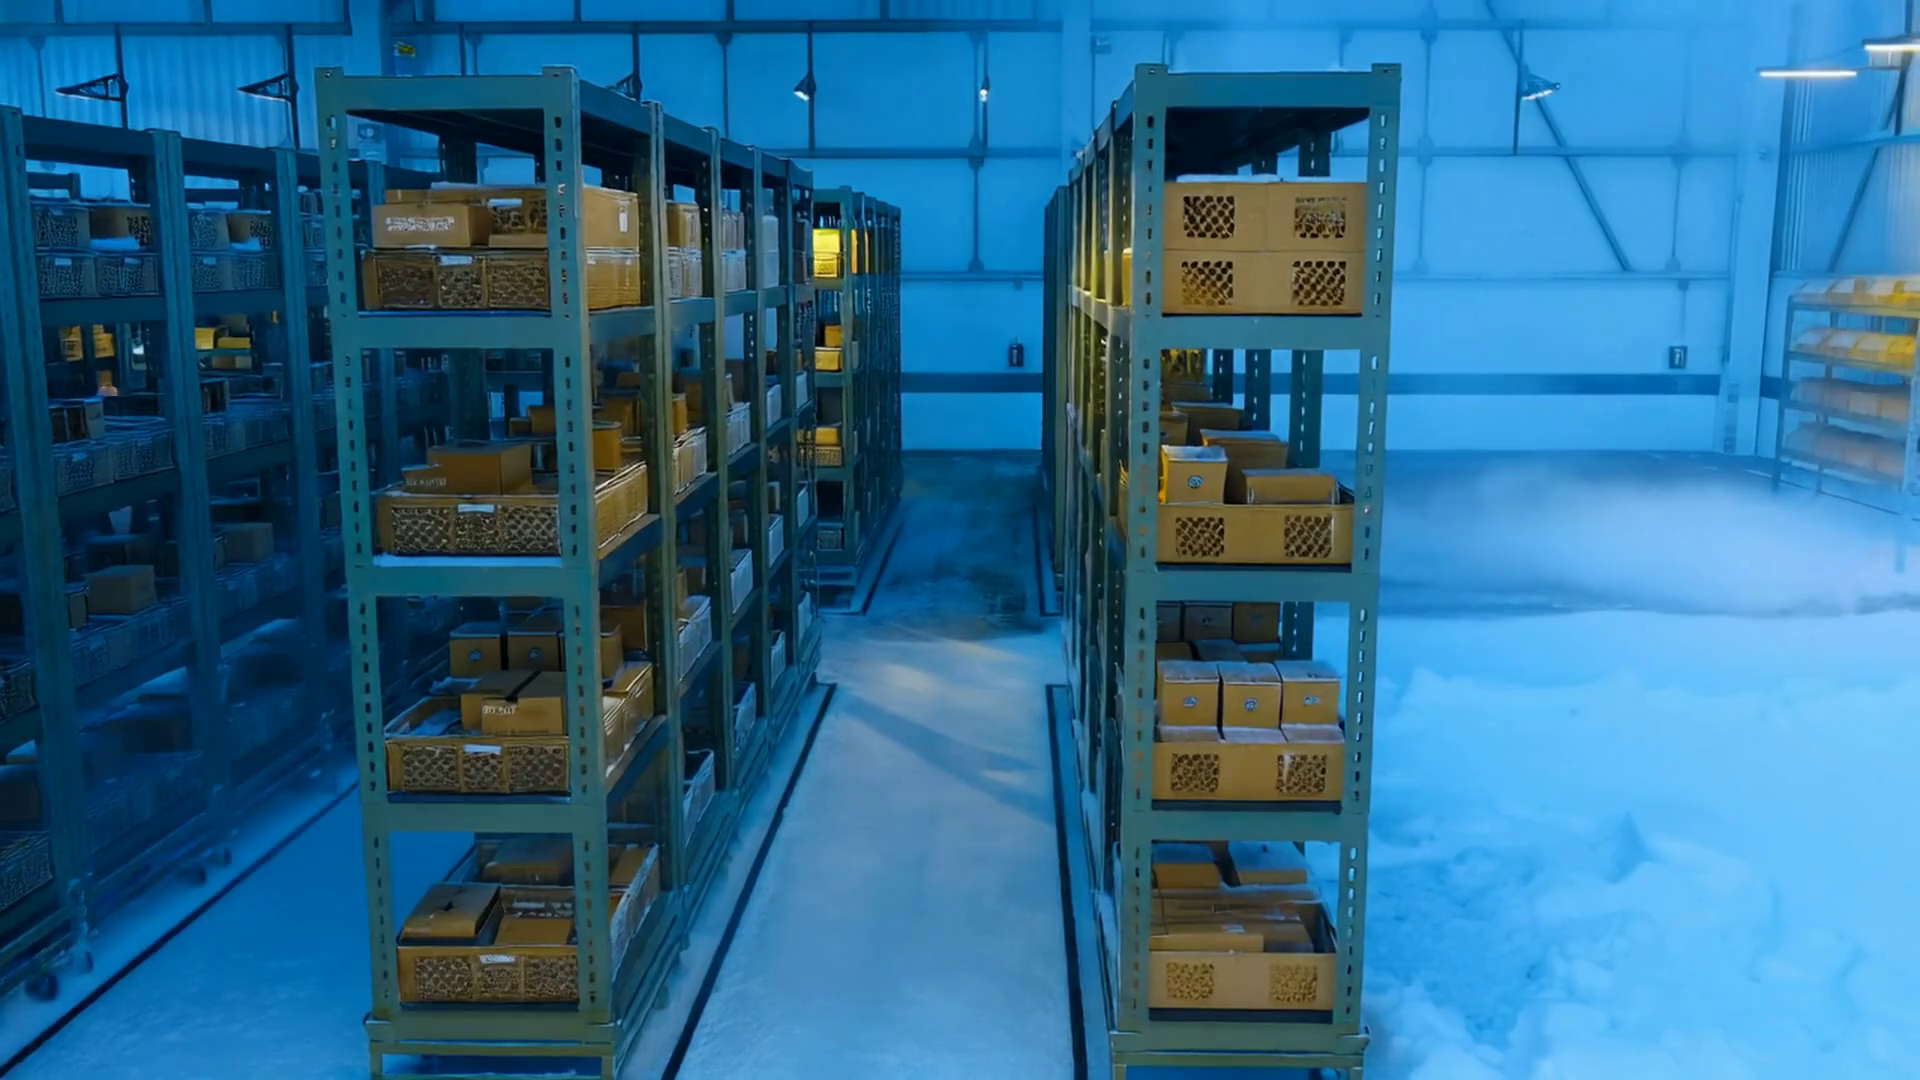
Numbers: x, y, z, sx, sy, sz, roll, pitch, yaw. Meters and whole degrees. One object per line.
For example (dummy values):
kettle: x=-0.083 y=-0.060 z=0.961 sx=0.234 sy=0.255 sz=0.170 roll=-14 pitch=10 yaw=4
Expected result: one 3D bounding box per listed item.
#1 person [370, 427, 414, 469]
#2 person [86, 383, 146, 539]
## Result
person: x=-4.582 y=-0.198 z=13.660 sx=0.508 sy=1.828 sz=0.577 roll=0 pitch=10 yaw=2
person: x=-7.384 y=-0.387 z=14.405 sx=0.646 sy=1.962 sz=0.529 roll=-3 pitch=10 yaw=-16
